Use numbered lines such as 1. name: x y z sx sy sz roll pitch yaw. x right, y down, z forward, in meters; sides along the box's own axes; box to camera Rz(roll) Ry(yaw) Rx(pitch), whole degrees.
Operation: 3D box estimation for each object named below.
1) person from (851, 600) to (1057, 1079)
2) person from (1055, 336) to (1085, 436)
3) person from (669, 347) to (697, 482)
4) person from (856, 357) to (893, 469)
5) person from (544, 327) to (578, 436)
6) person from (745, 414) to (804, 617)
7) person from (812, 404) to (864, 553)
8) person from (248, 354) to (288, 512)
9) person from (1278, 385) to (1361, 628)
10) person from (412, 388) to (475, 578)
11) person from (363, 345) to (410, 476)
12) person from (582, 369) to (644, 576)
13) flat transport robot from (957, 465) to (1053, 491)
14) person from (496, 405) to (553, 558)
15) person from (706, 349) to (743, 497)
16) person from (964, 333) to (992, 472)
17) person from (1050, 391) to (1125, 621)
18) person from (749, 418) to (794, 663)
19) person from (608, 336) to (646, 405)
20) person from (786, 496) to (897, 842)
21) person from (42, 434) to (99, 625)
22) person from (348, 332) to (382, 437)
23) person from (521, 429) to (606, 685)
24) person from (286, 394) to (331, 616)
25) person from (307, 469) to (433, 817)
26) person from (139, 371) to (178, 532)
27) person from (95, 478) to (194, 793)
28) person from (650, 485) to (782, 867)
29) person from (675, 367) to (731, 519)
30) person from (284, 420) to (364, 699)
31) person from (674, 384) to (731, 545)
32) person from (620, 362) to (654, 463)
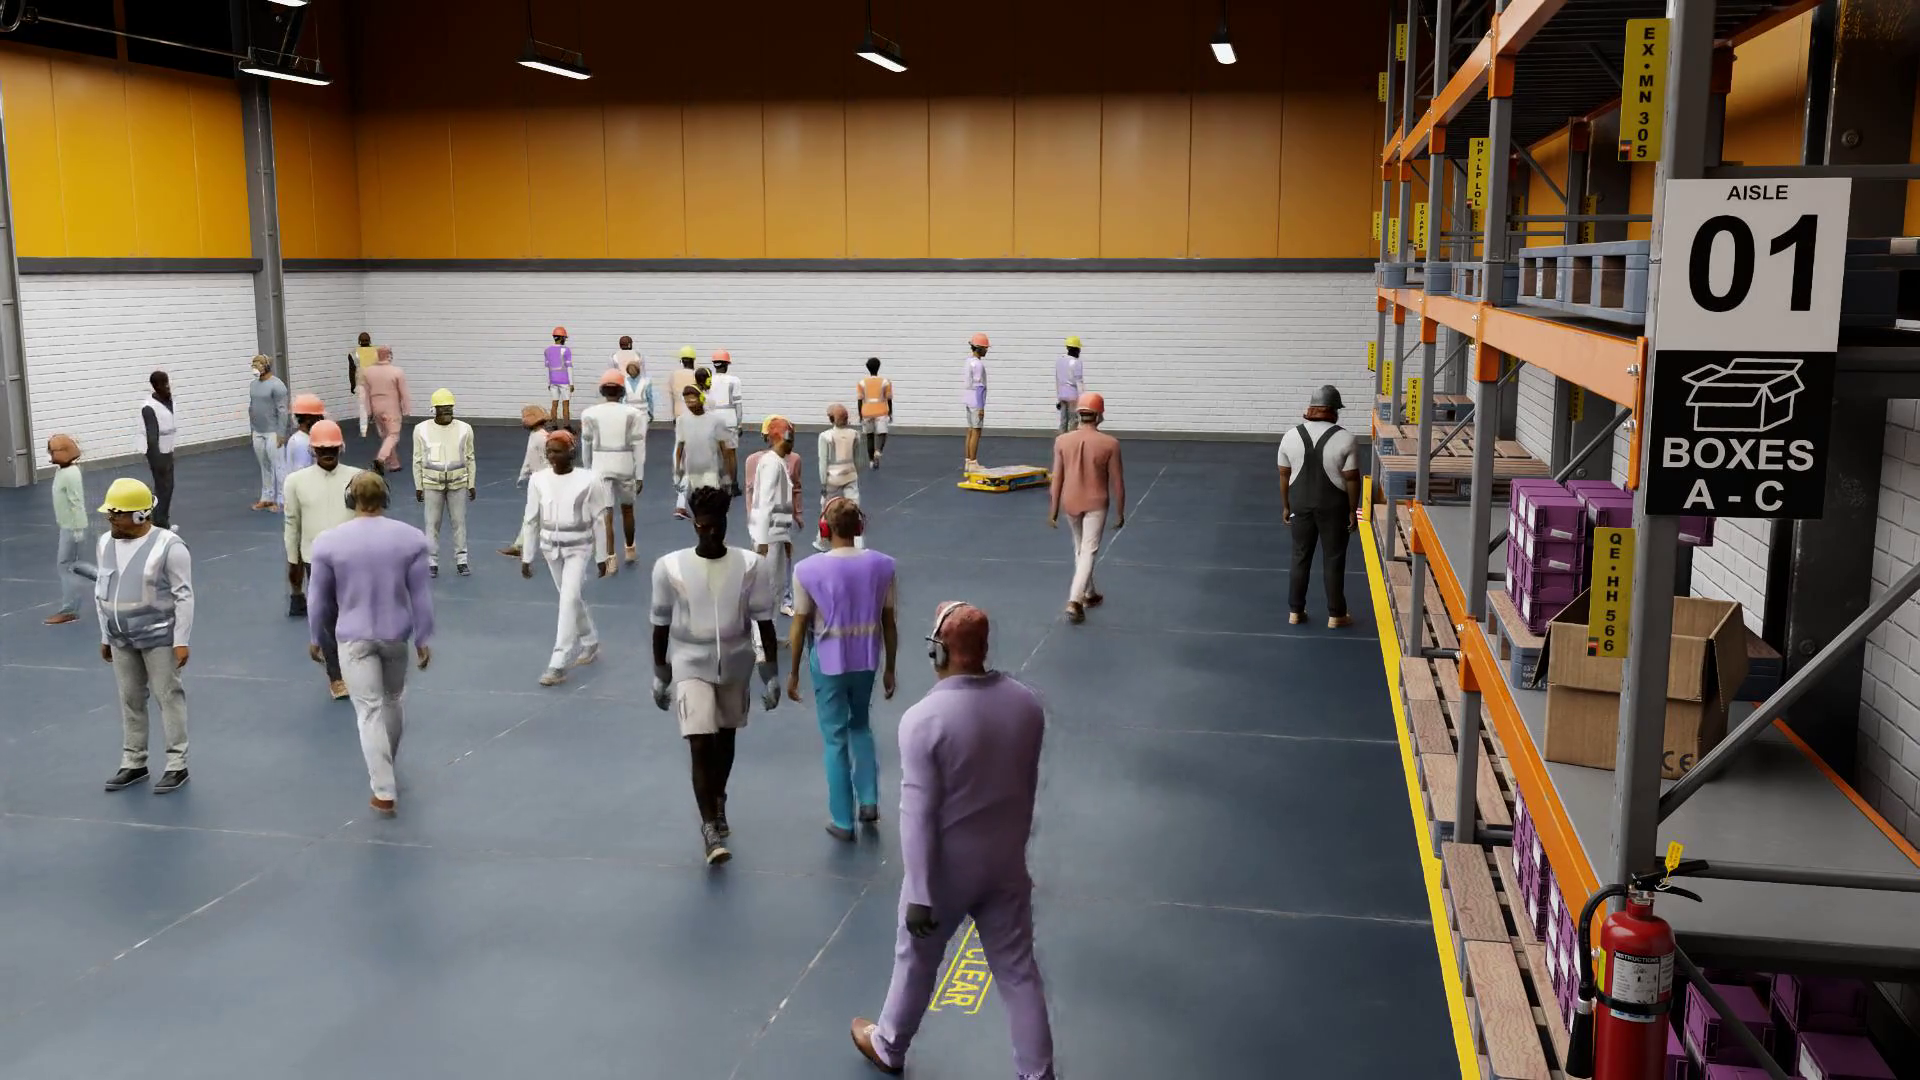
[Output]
1. person: 0.002 1.132 5.974 0.675 1.851 1.006 -7 12 -38
2. person: 1.732 -2.228 26.021 0.394 1.917 0.639 -7 12 -35
3. person: -3.789 -1.769 23.351 0.601 1.873 0.897 3 10 19
4. person: -1.260 -1.855 24.465 0.539 1.678 0.701 1 9 6
5. person: -7.054 -2.795 29.394 0.542 1.928 0.374 3 10 19
6. person: -1.571 -0.190 14.185 0.525 1.769 0.315 -6 11 -33
7. person: -1.250 -0.608 17.212 0.533 1.590 0.887 -6 11 -33
8. person: -8.501 -1.313 20.431 0.630 1.940 0.372 5 11 30
9. person: 3.046 -0.294 13.987 0.688 2.000 0.536 6 11 30
10. person: -5.004 -0.553 16.160 0.586 1.837 0.403 -4 10 -21
11. person: -8.279 -1.872 24.002 0.648 1.875 0.855 2 10 12
12. person: -3.431 -0.690 16.516 0.610 1.996 0.999 -2 10 -10
13. flat transport robot: 0.667 -0.852 22.666 0.652 0.197 1.431 8 12 39
14. person: -4.391 -0.595 17.172 0.892 1.582 0.502 -3 10 -20
15. person: -3.101 -1.520 21.712 0.542 1.928 0.374 0 9 1
16. person: 0.266 -1.980 24.169 0.393 2.034 0.609 -2 10 -13
17. person: 1.086 -0.303 14.344 0.641 1.952 1.018 5 11 27
18. person: -1.453 -0.002 12.834 0.352 1.857 0.738 0 9 1
19. person: -5.573 -2.502 27.903 0.621 1.840 0.430 -2 10 -9
20. person: -0.618 0.682 8.757 0.563 1.830 0.462 -5 11 -29
21. person: -7.492 -0.106 14.114 0.596 1.615 0.511 -7 12 -35
22. person: -10.432 -2.736 29.306 0.620 1.842 0.429 -4 10 -24
23. person: -2.923 0.093 12.317 0.588 1.831 1.013 2 10 14
24. person: -5.524 -0.301 14.364 0.696 1.915 0.557 -5 11 -27
25. person: -3.344 0.542 9.401 0.636 1.892 0.991 -6 11 -33
26. person: -8.827 -0.940 18.394 0.420 1.872 0.764 -1 9 -6
27. person: -4.697 0.546 9.561 0.591 1.829 0.404 2 10 13
28. person: -1.233 0.678 8.494 0.632 1.911 0.983 -3 10 -18
29. person: -3.141 -1.165 19.939 0.536 1.819 0.992 5 11 27
30. person: -4.470 0.103 11.900 0.635 1.944 1.019 -5 11 -29
31. person: -2.608 -0.659 16.811 0.544 1.835 0.523 2 10 10
32. person: -4.820 -1.839 24.633 0.533 1.585 0.884 -1 9 -4
